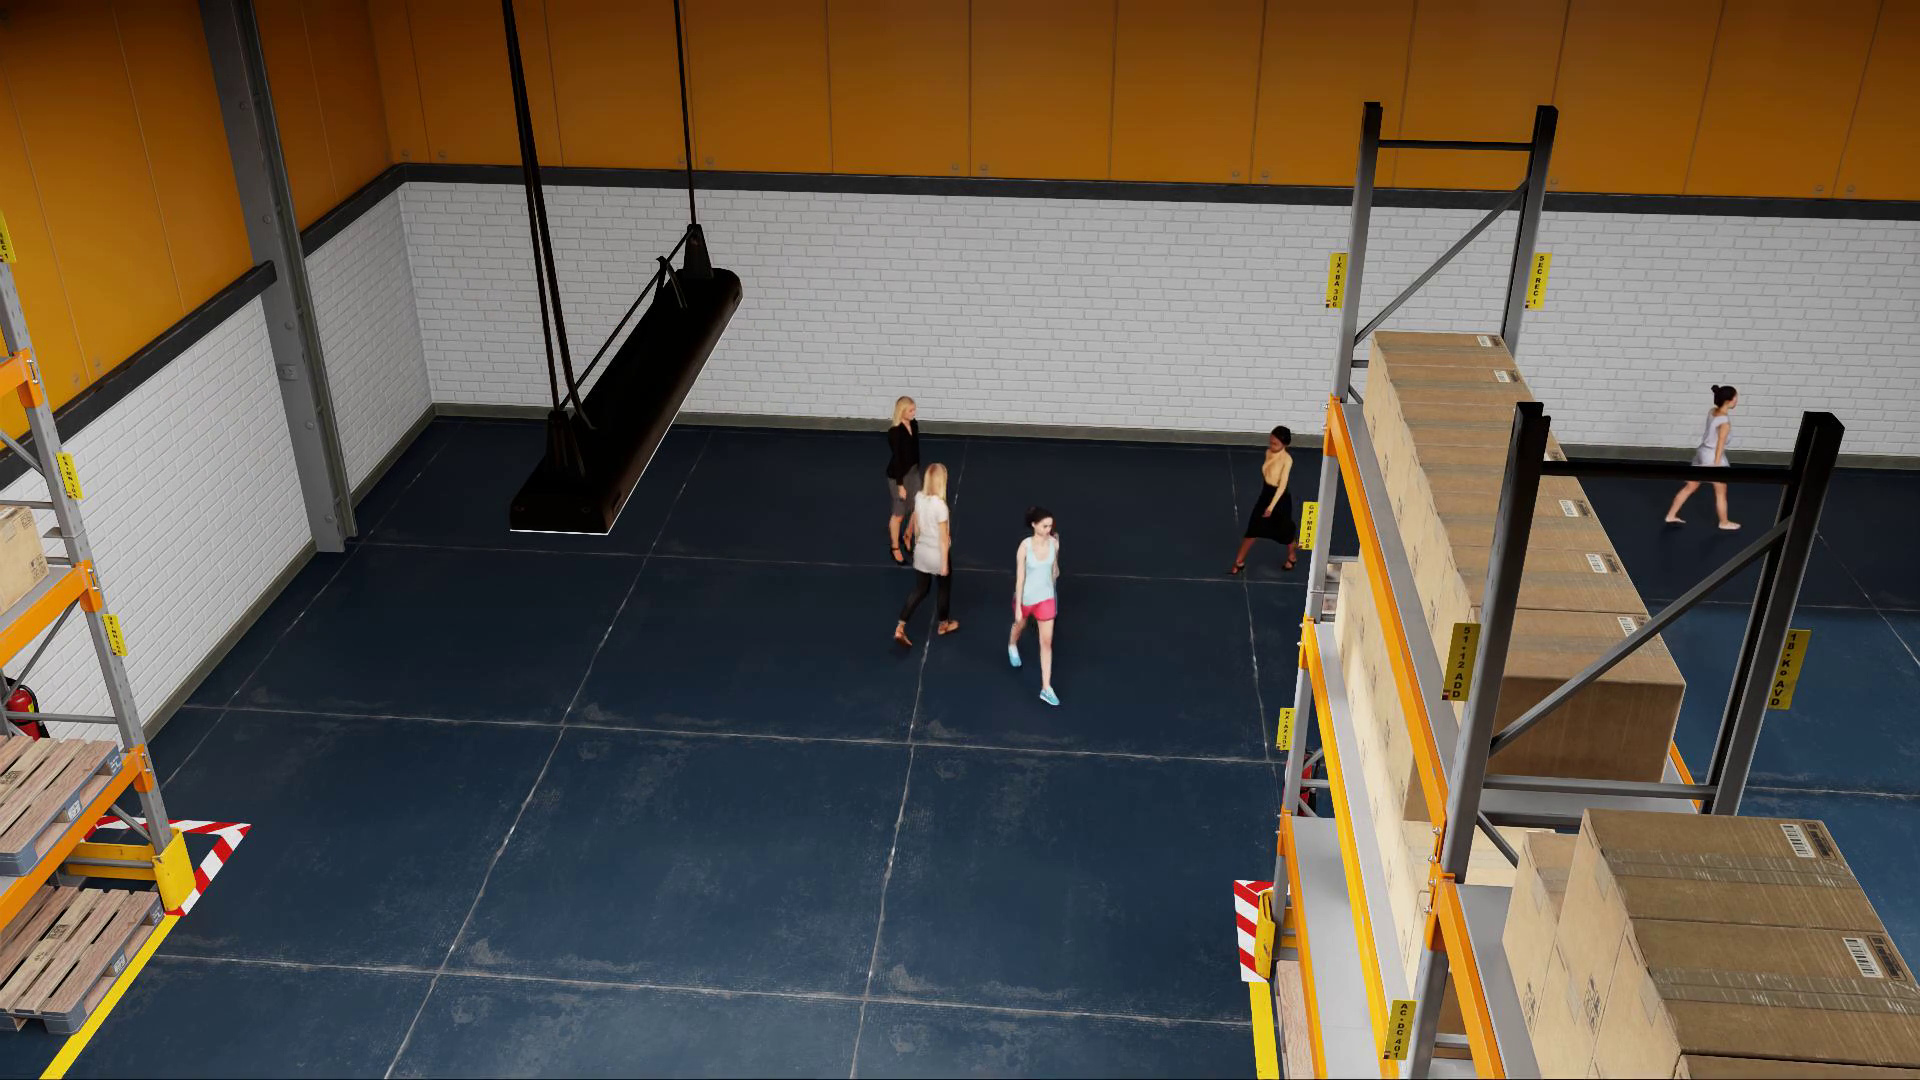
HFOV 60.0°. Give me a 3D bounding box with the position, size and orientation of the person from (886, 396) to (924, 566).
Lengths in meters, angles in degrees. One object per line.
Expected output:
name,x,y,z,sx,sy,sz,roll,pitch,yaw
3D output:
person,-0.638,-0.576,16.293,0.797,1.831,0.710,17,33,28

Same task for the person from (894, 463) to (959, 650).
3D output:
person,-0.319,0.184,14.933,1.145,1.798,1.015,-24,37,-36

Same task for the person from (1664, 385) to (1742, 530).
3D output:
person,7.602,-0.821,17.006,0.701,1.578,0.943,-1,29,-1

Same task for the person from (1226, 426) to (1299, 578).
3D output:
person,3.127,-0.347,16.106,0.983,1.607,1.021,-14,32,-24

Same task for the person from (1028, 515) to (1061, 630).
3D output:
person,0.800,0.283,15.382,0.616,1.194,0.541,23,36,36

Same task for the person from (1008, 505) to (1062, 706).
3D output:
person,0.599,0.496,14.456,1.009,1.707,1.319,-11,30,-19
